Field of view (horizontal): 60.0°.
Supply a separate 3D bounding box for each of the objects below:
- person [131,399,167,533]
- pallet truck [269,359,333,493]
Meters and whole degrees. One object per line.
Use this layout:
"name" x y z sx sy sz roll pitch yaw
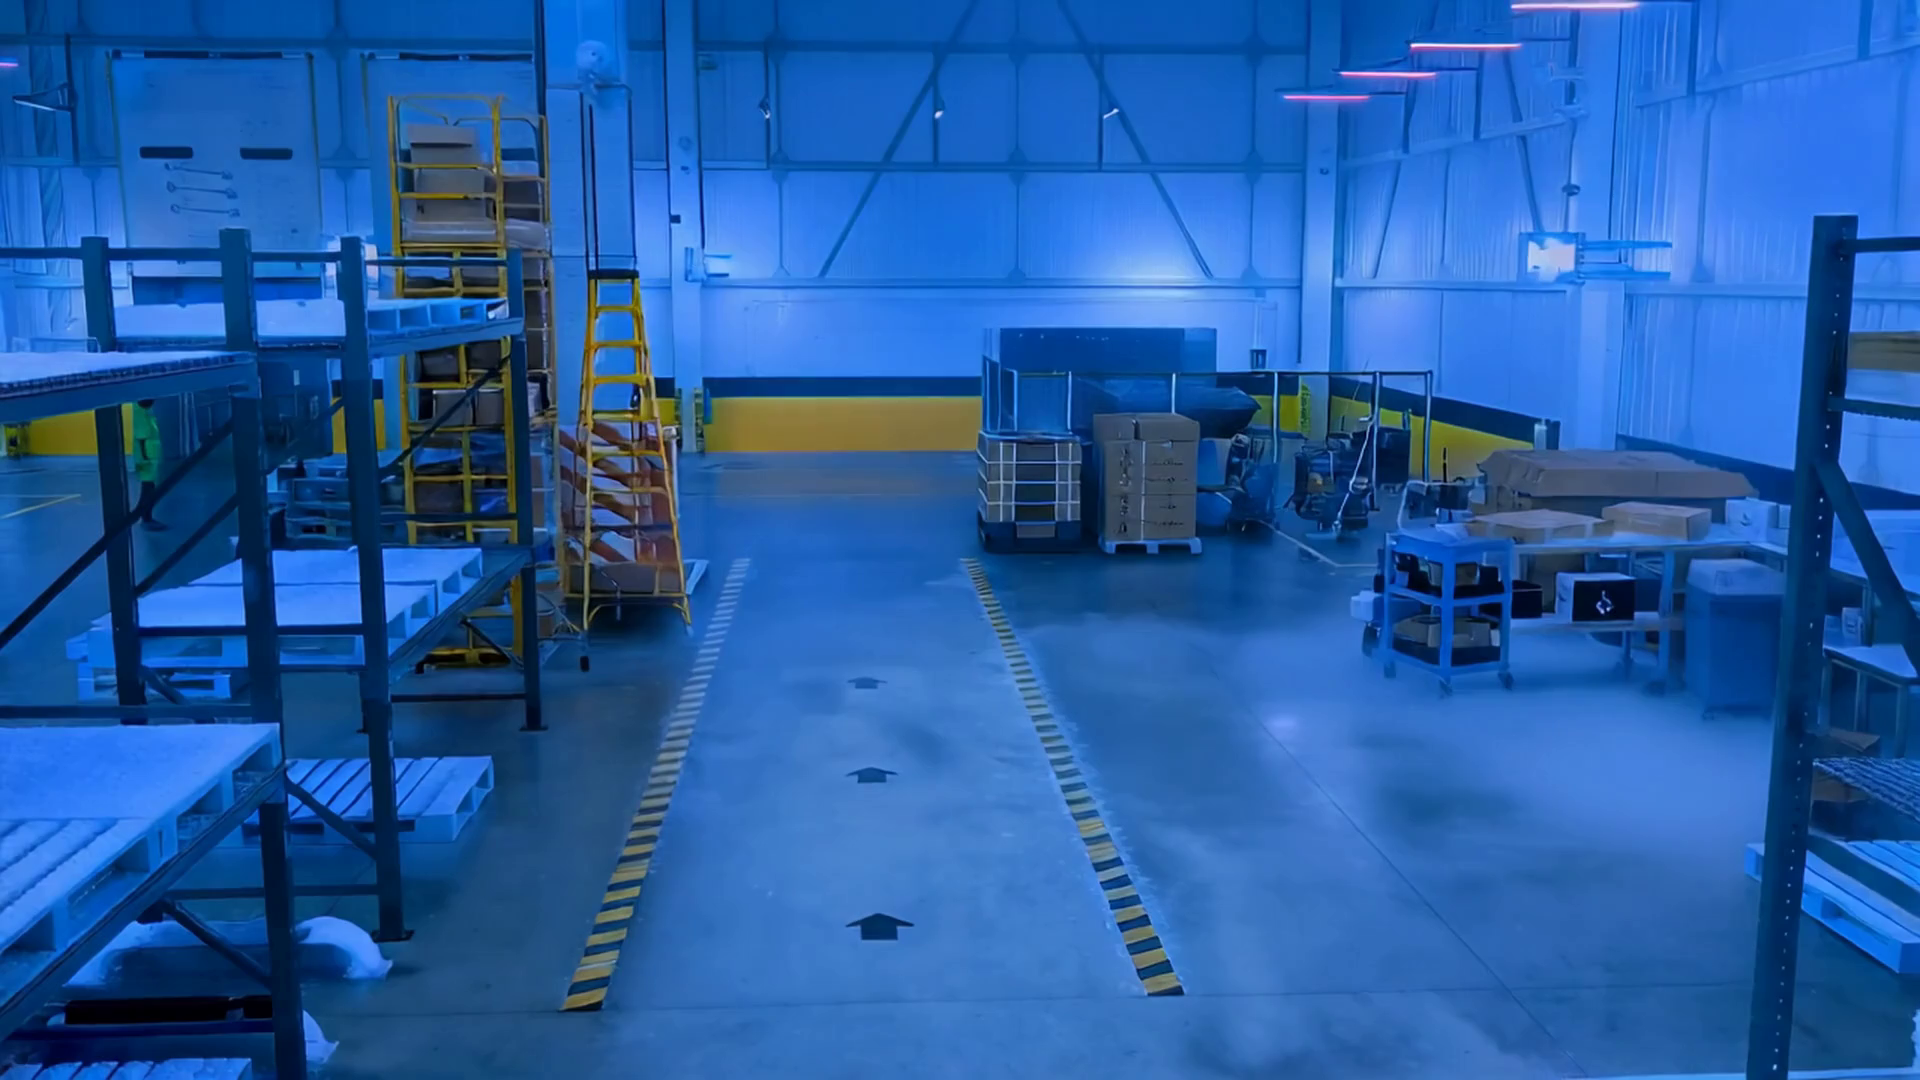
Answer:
"person" -9.105 -0.924 18.640 0.321 1.695 0.529 -3 10 -20
"pallet truck" -7.062 -1.131 18.996 1.885 1.965 0.823 2 9 13
